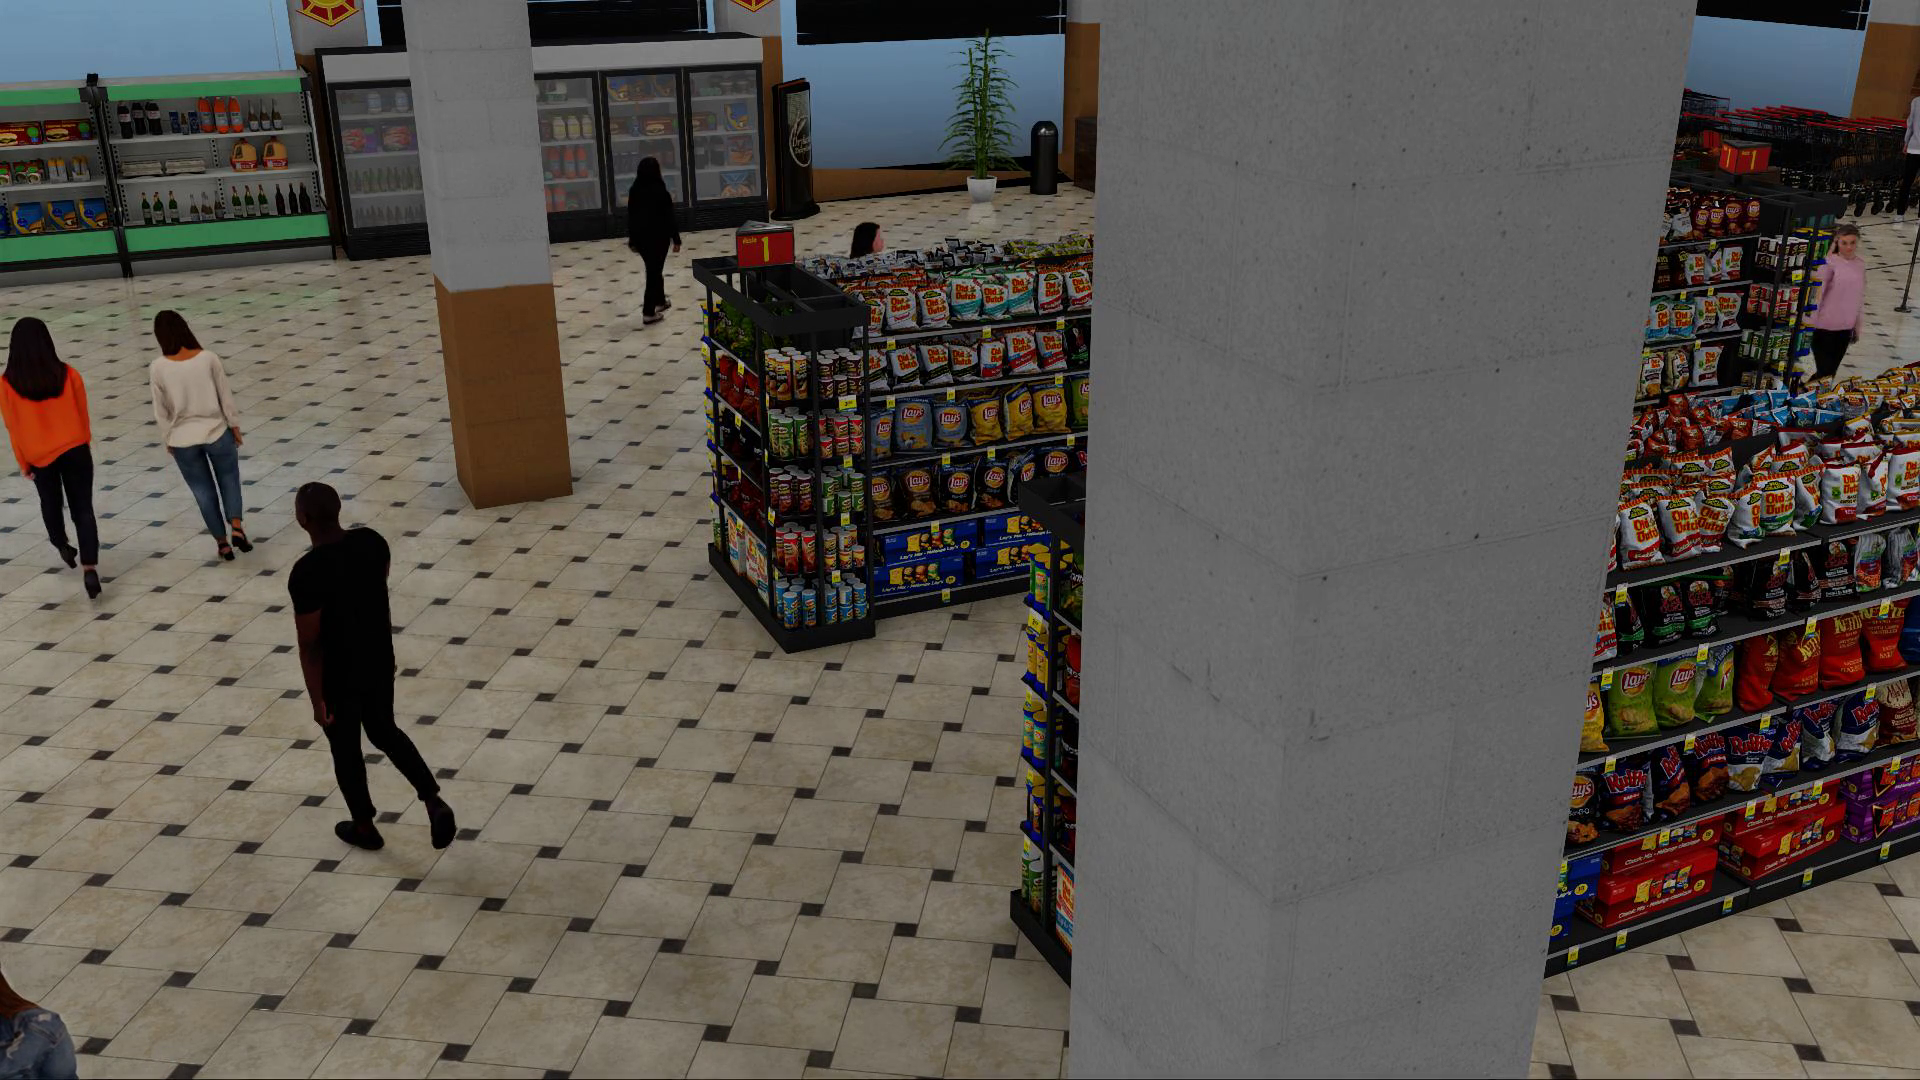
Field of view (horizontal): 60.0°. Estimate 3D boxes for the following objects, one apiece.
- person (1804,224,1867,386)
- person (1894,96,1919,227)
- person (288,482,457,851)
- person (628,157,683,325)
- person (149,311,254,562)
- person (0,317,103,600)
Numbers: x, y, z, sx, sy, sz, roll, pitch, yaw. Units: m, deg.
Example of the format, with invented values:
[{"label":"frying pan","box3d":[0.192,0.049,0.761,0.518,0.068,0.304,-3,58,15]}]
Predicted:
[{"label":"person","box3d":[6.825,-1.688,13.177,0.593,1.676,0.724,-7,23,-17]},{"label":"person","box3d":[12.177,-4.960,20.981,0.772,1.930,0.751,18,28,38]},{"label":"person","box3d":[-2.585,0.610,7.288,1.053,1.803,1.055,12,25,28]},{"label":"person","box3d":[-3.080,-2.915,16.345,0.931,1.590,1.010,10,24,24]},{"label":"person","box3d":[-4.808,-0.615,10.522,0.576,1.665,0.687,-8,23,-19]},{"label":"person","box3d":[-5.440,-0.452,10.070,1.018,1.698,0.666,-10,24,-24]}]
